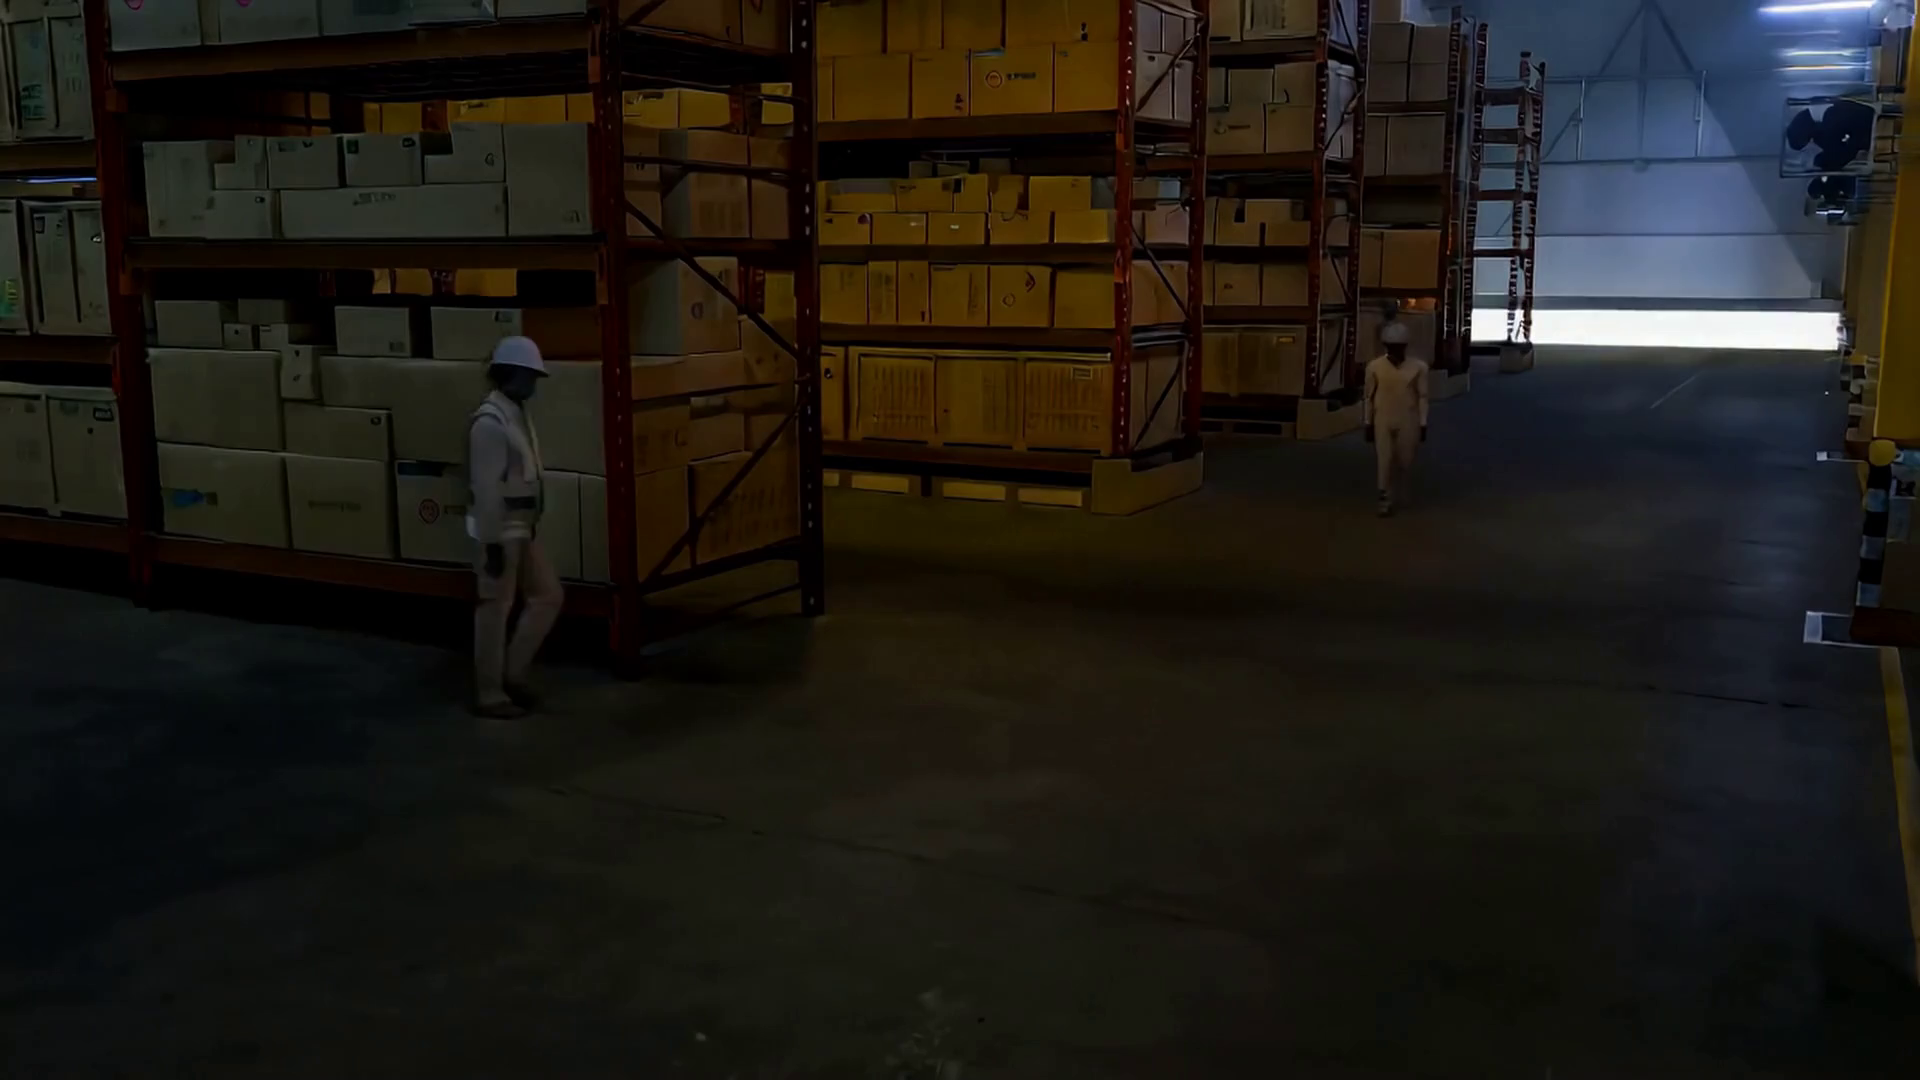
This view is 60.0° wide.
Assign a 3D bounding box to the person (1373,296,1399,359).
[{"bbox_3d":[5.867,-2.531,23.178,0.543,1.742,0.568,10,14,44],"label":"person"}]

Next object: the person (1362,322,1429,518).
[{"bbox_3d":[3.866,-1.075,14.782,0.576,1.731,0.583,3,10,18],"label":"person"}]

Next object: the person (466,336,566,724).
[{"bbox_3d":[-2.223,-0.043,8.275,0.478,1.915,0.665,1,10,6],"label":"person"}]
